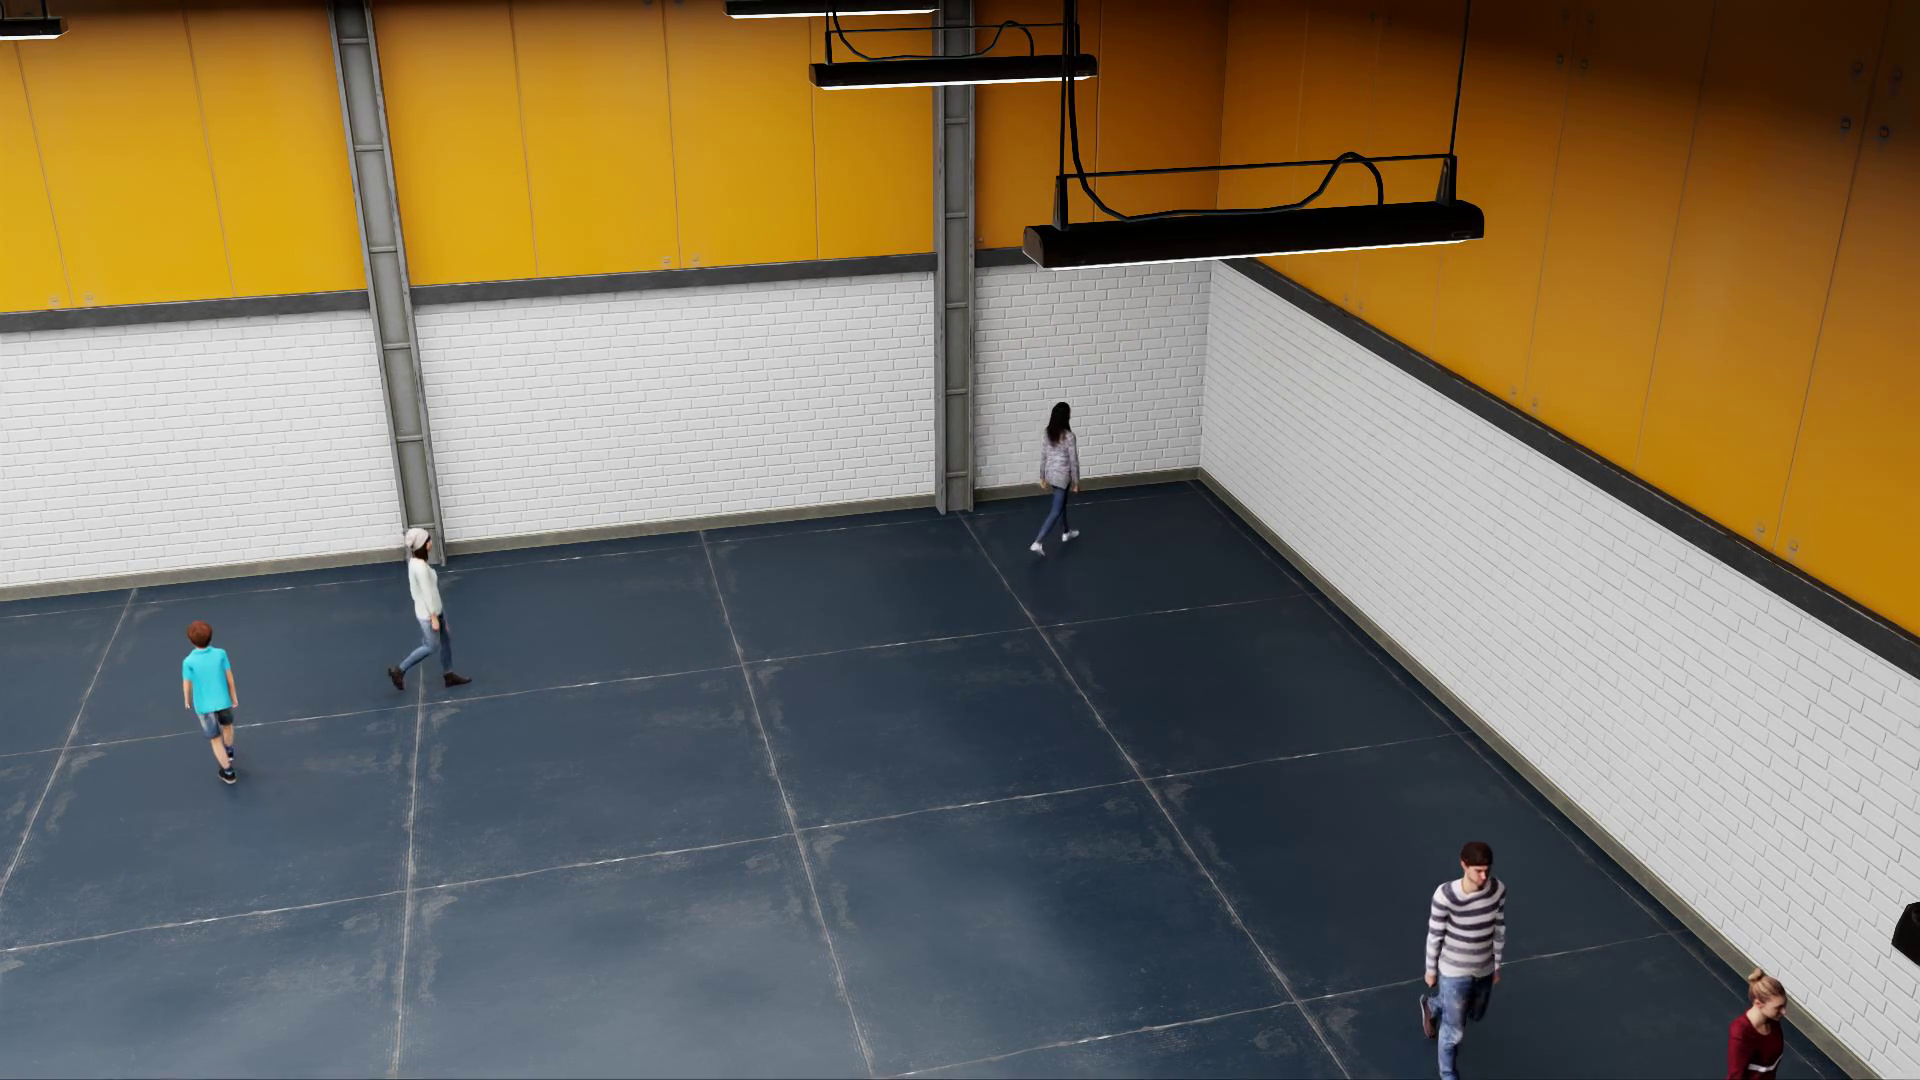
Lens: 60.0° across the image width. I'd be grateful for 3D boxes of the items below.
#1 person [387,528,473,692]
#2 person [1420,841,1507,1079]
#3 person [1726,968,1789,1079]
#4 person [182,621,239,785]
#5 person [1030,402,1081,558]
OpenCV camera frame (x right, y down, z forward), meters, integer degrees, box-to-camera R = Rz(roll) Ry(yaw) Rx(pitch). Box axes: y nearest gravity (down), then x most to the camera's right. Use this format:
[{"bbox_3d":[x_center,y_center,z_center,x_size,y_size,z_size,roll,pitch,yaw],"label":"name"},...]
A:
[{"bbox_3d":[-4.967,0.673,15.293,0.962,1.627,0.613,-8,25,-18],"label":"person"},{"bbox_3d":[3.144,2.643,10.530,0.976,1.832,0.709,-6,24,-14],"label":"person"},{"bbox_3d":[4.464,3.173,9.484,0.611,1.700,0.752,-20,31,-38],"label":"person"},{"bbox_3d":[-6.238,1.376,13.936,0.823,1.426,0.847,21,31,40],"label":"person"},{"bbox_3d":[1.026,-0.639,18.208,1.049,1.695,1.254,21,31,39],"label":"person"}]
